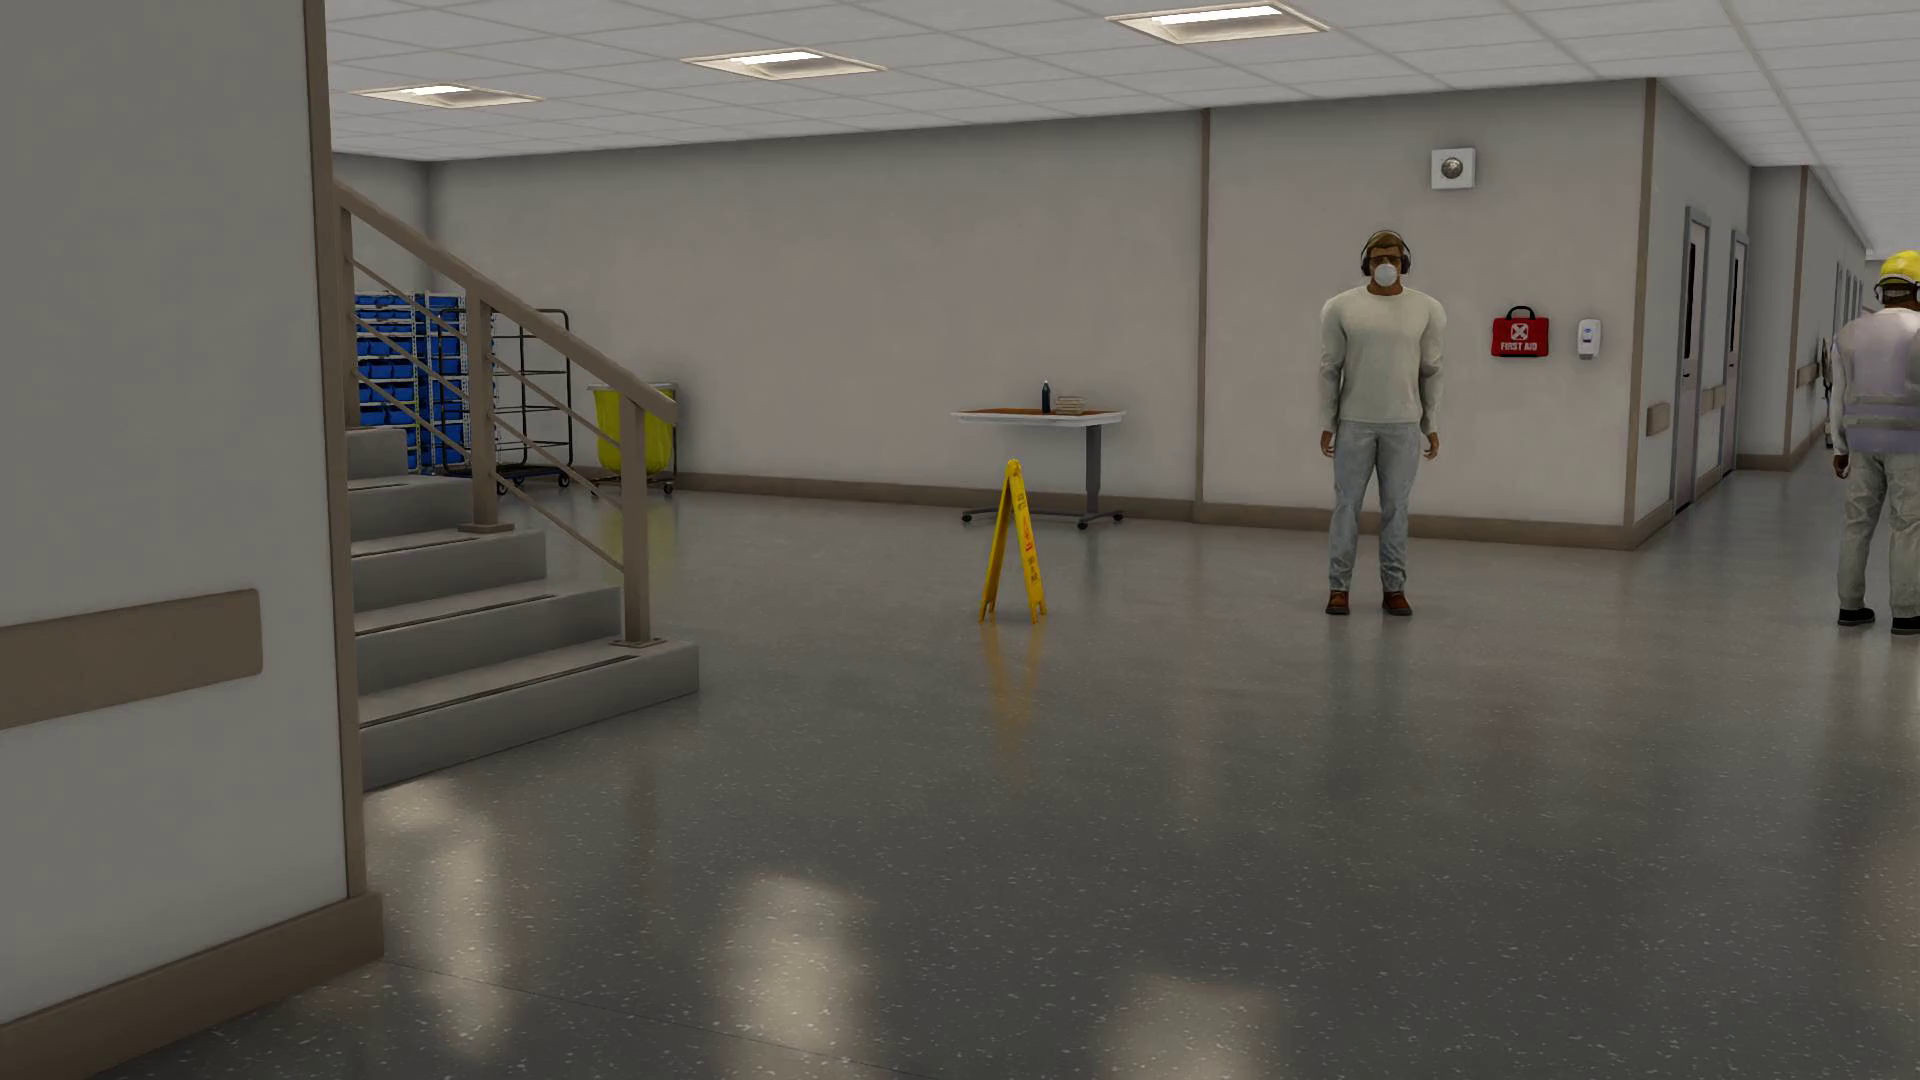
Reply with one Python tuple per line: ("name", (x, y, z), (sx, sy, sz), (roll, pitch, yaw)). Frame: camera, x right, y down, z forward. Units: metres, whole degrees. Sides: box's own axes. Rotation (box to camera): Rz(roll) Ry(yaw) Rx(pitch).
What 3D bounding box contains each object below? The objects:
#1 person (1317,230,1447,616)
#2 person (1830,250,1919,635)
("person", (2.121, -0.580, 8.409), (0.629, 1.940, 0.379), (1, 7, 7))
("person", (4.462, -0.461, 7.952), (0.403, 1.824, 0.590), (-5, 9, -33))
